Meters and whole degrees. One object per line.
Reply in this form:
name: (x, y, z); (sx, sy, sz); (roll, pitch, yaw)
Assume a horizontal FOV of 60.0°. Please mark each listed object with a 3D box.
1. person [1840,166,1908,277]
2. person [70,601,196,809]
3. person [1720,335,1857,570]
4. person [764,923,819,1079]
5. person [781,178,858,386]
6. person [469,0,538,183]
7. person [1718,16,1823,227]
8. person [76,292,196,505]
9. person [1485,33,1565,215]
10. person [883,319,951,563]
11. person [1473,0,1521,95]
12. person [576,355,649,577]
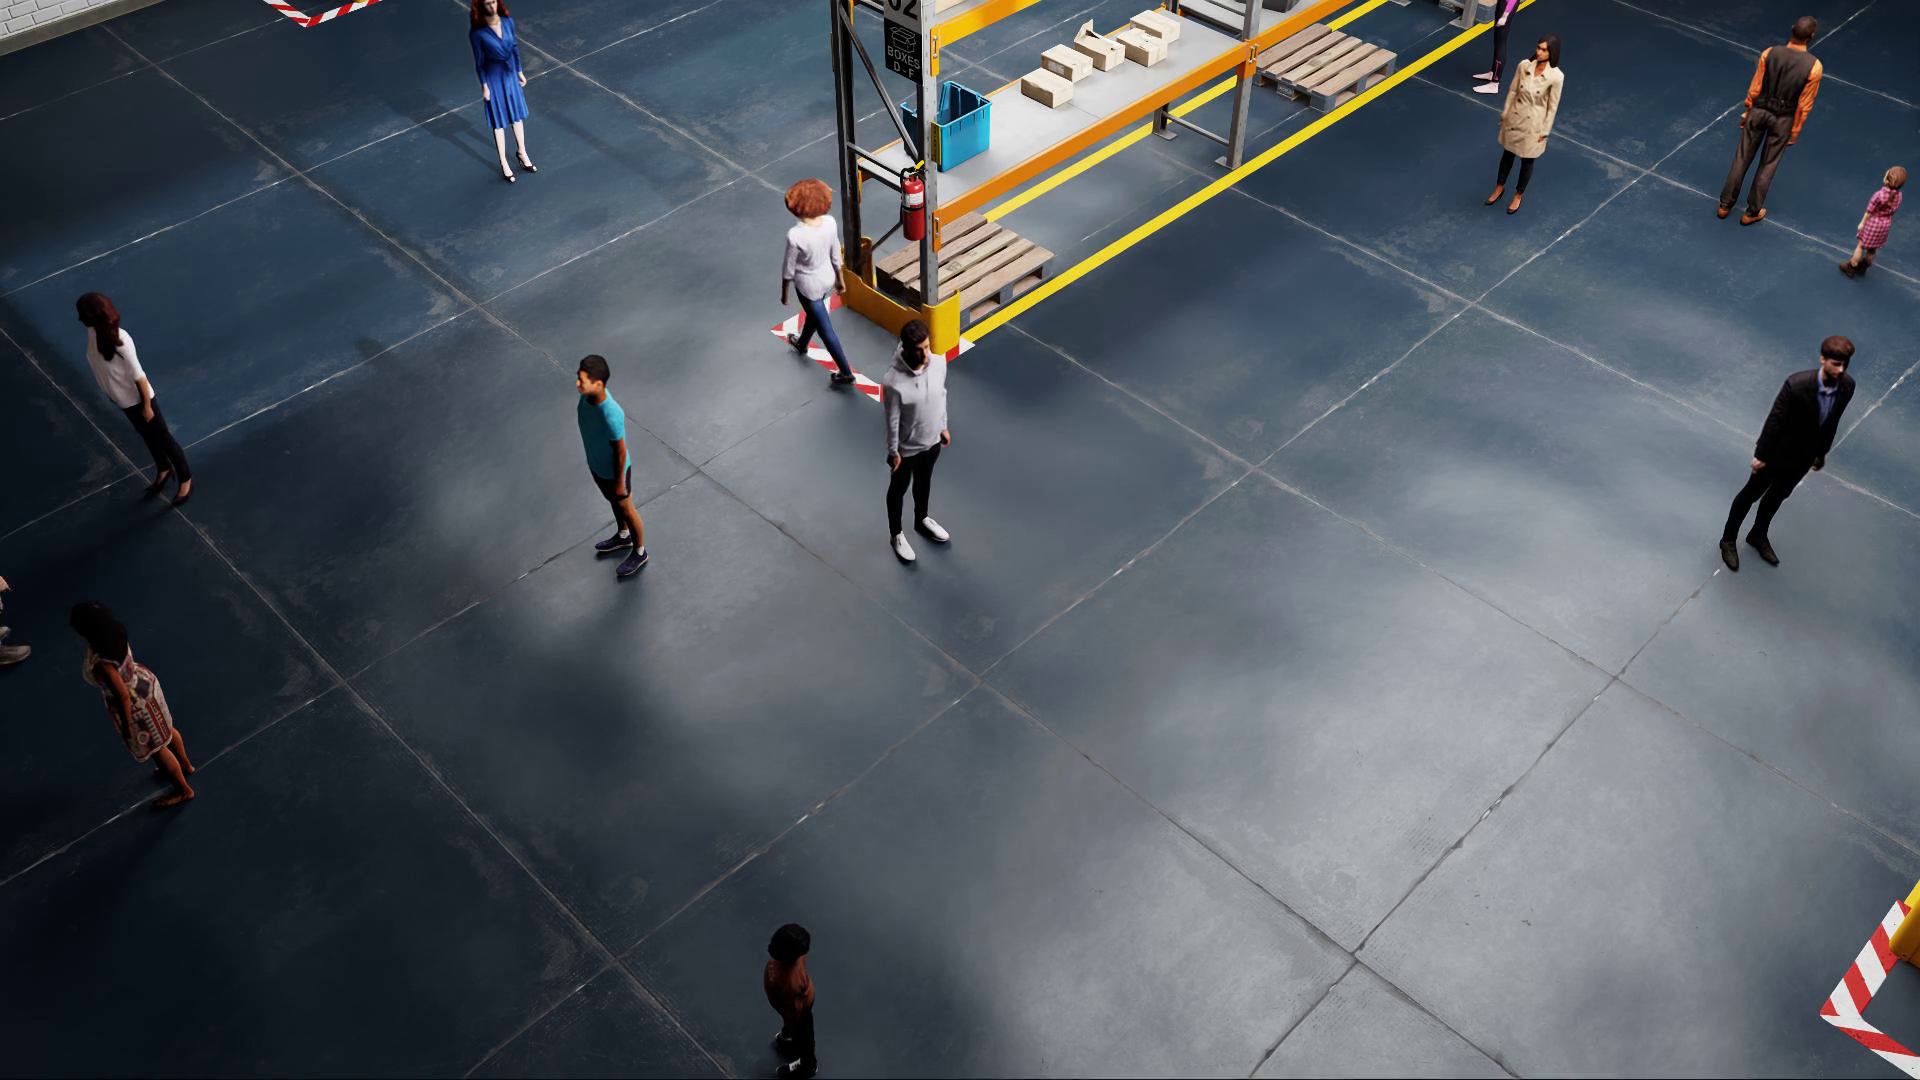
person: (7.777, -2.700, 14.111); (0.486, 1.021, 0.556); (-6, 44, -7)
person: (-4.878, 0.948, 9.830); (0.714, 1.645, 0.724); (-10, 45, -10)
person: (5.640, -0.625, 11.301); (0.766, 1.894, 0.853); (-5, 44, -5)
person: (-0.854, 2.373, 8.617); (0.649, 1.254, 0.595); (-2, 44, -2)
person: (-1.060, -1.936, 12.839); (0.708, 1.669, 1.022); (34, 53, 31)
person: (-4.140, -4.135, 15.032); (0.496, 1.828, 0.654); (-34, 53, -31)
person: (7.048, -3.643, 14.459); (0.713, 1.908, 0.638); (28, 50, 26)
person: (-5.834, -1.009, 11.776); (0.645, 1.794, 0.579); (25, 49, 24)
person: (4.996, -3.672, 14.653); (0.503, 1.682, 0.624); (-34, 53, -31)
person: (-0.318, -0.714, 11.369); (0.541, 1.929, 0.752); (-30, 51, -27)
person: (5.345, -5.226, 16.234); (0.718, 1.752, 0.636); (11, 45, 11)
person: (-2.370, -0.526, 11.282); (0.582, 1.777, 0.655); (-25, 49, -24)
